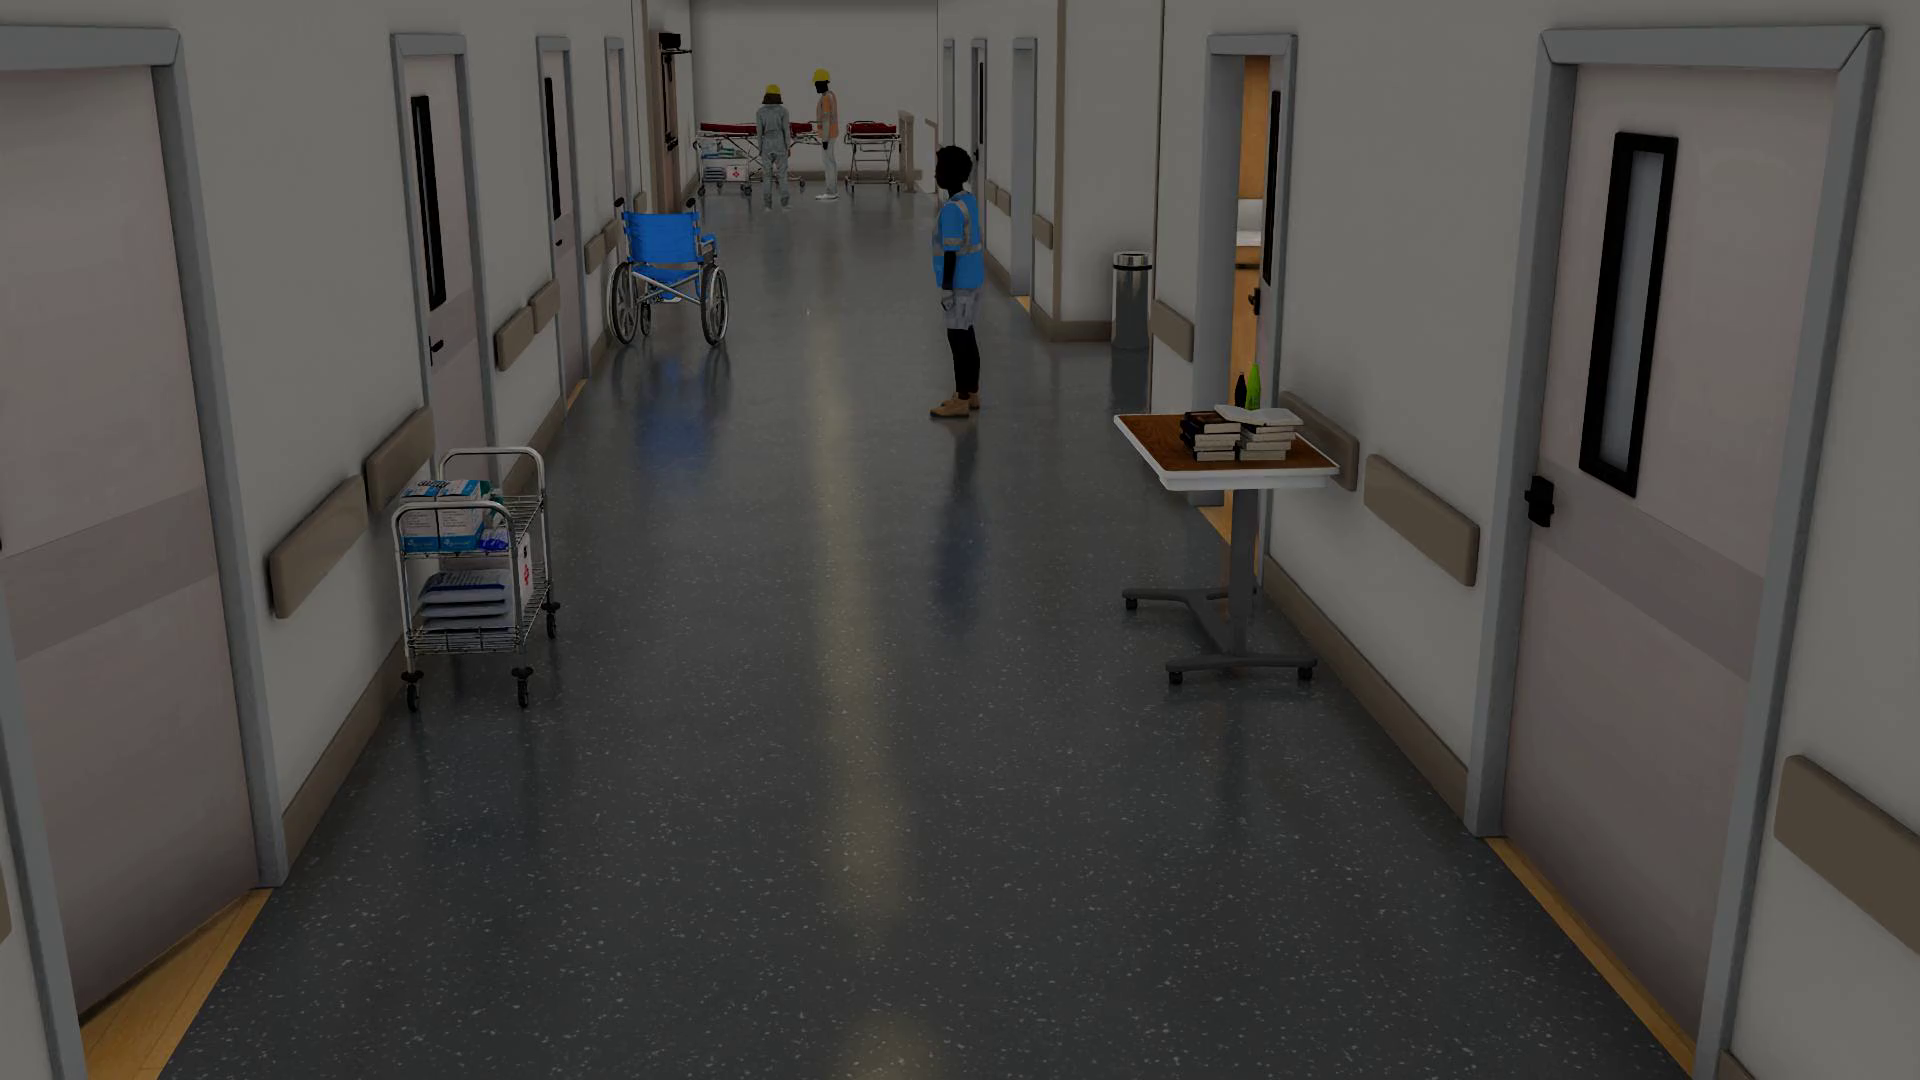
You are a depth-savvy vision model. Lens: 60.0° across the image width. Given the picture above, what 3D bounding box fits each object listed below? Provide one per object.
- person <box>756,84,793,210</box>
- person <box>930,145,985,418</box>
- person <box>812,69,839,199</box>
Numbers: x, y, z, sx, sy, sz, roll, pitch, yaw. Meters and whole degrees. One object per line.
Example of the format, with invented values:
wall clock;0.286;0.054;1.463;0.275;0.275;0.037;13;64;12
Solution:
person;-2.617;-5.539;23.487;0.483;1.736;0.311;2;17;7
person;-0.015;-1.606;10.421;0.319;1.694;0.535;4;17;12
person;-2.031;-6.110;25.087;0.394;1.918;0.585;0;17;1
